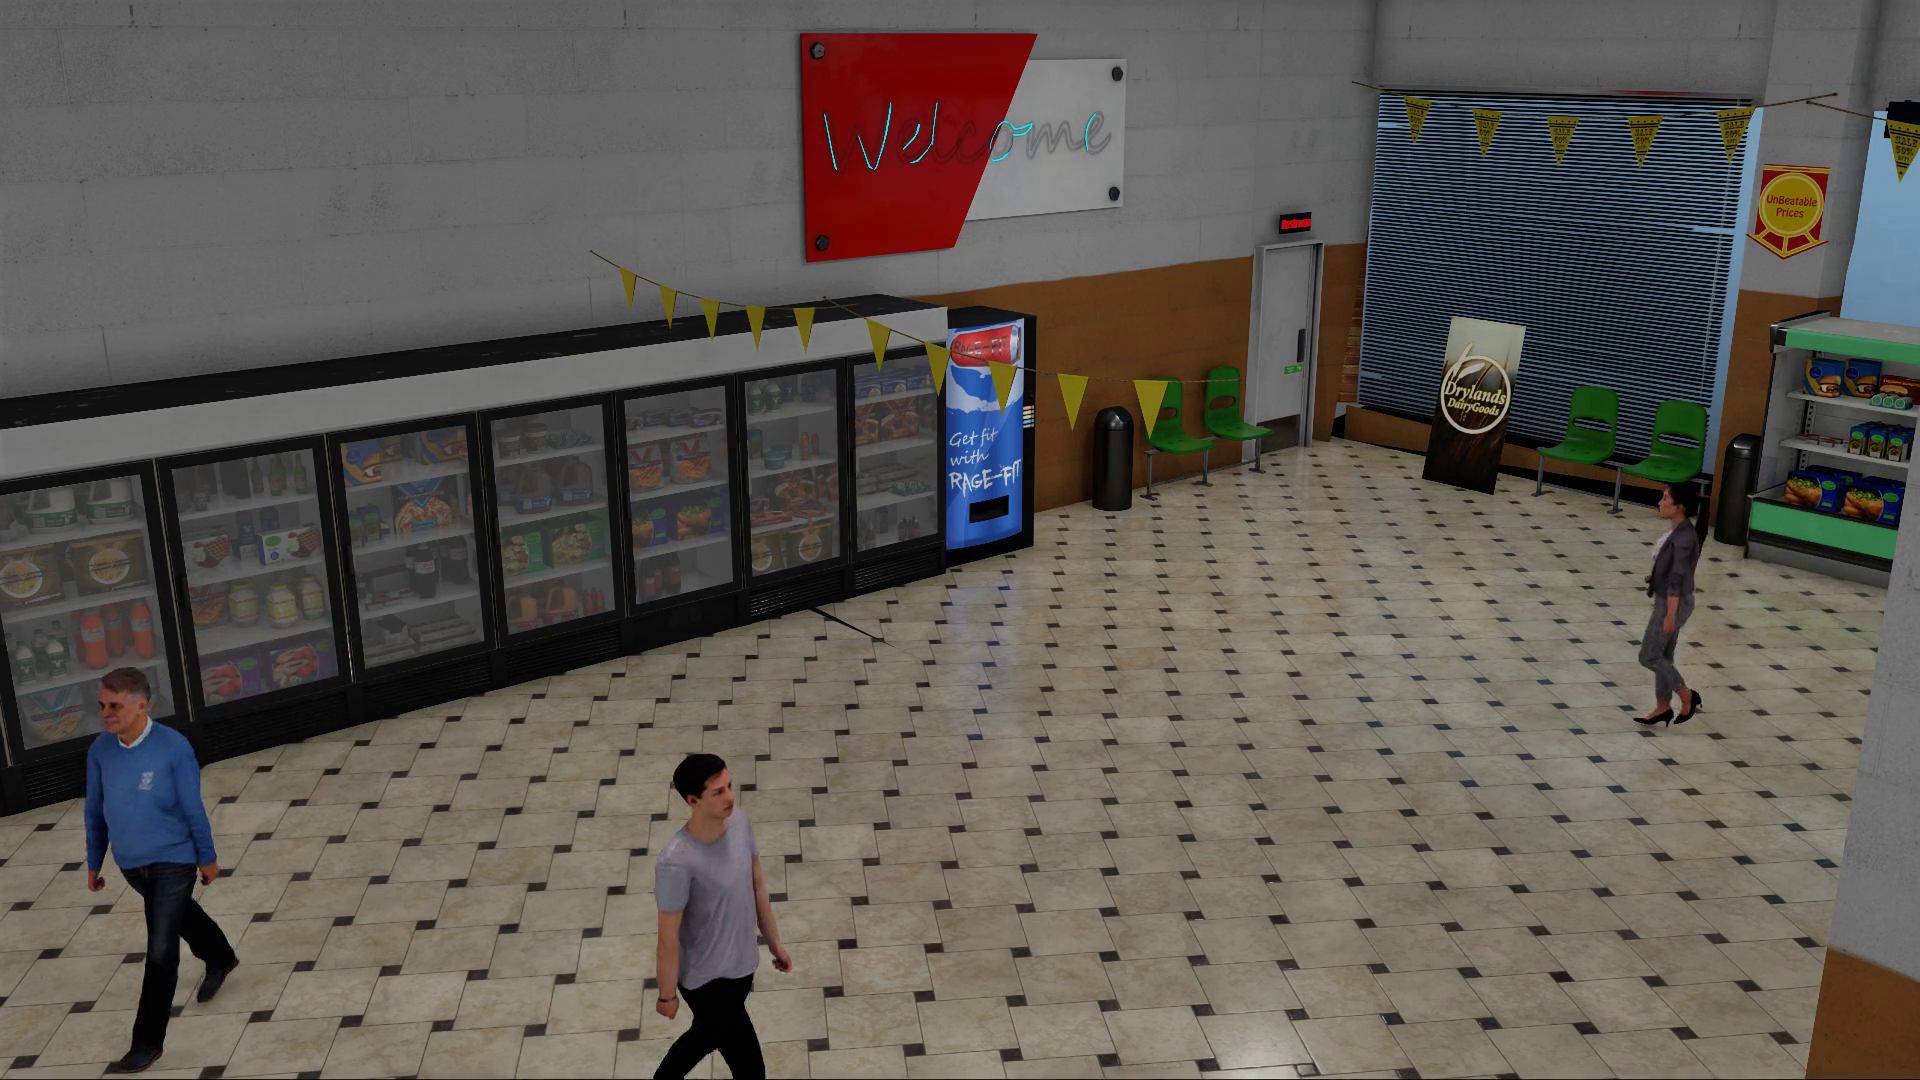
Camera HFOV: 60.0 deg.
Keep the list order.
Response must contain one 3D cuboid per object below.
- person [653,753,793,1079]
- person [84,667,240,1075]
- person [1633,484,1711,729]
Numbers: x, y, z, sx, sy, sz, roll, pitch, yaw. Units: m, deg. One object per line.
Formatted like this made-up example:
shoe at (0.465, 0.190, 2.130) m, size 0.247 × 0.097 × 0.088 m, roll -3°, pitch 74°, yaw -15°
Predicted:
person at (-1.023, 1.676, 6.546) m, size 1.280 × 1.828 × 1.021 m, roll 7°, pitch 18°, yaw 23°
person at (-3.596, 1.398, 7.558) m, size 1.198 × 1.773 × 1.198 m, roll 3°, pitch 17°, yaw 9°
person at (4.704, 0.471, 10.802) m, size 0.824 × 1.662 × 0.773 m, roll 6°, pitch 18°, yaw 20°
